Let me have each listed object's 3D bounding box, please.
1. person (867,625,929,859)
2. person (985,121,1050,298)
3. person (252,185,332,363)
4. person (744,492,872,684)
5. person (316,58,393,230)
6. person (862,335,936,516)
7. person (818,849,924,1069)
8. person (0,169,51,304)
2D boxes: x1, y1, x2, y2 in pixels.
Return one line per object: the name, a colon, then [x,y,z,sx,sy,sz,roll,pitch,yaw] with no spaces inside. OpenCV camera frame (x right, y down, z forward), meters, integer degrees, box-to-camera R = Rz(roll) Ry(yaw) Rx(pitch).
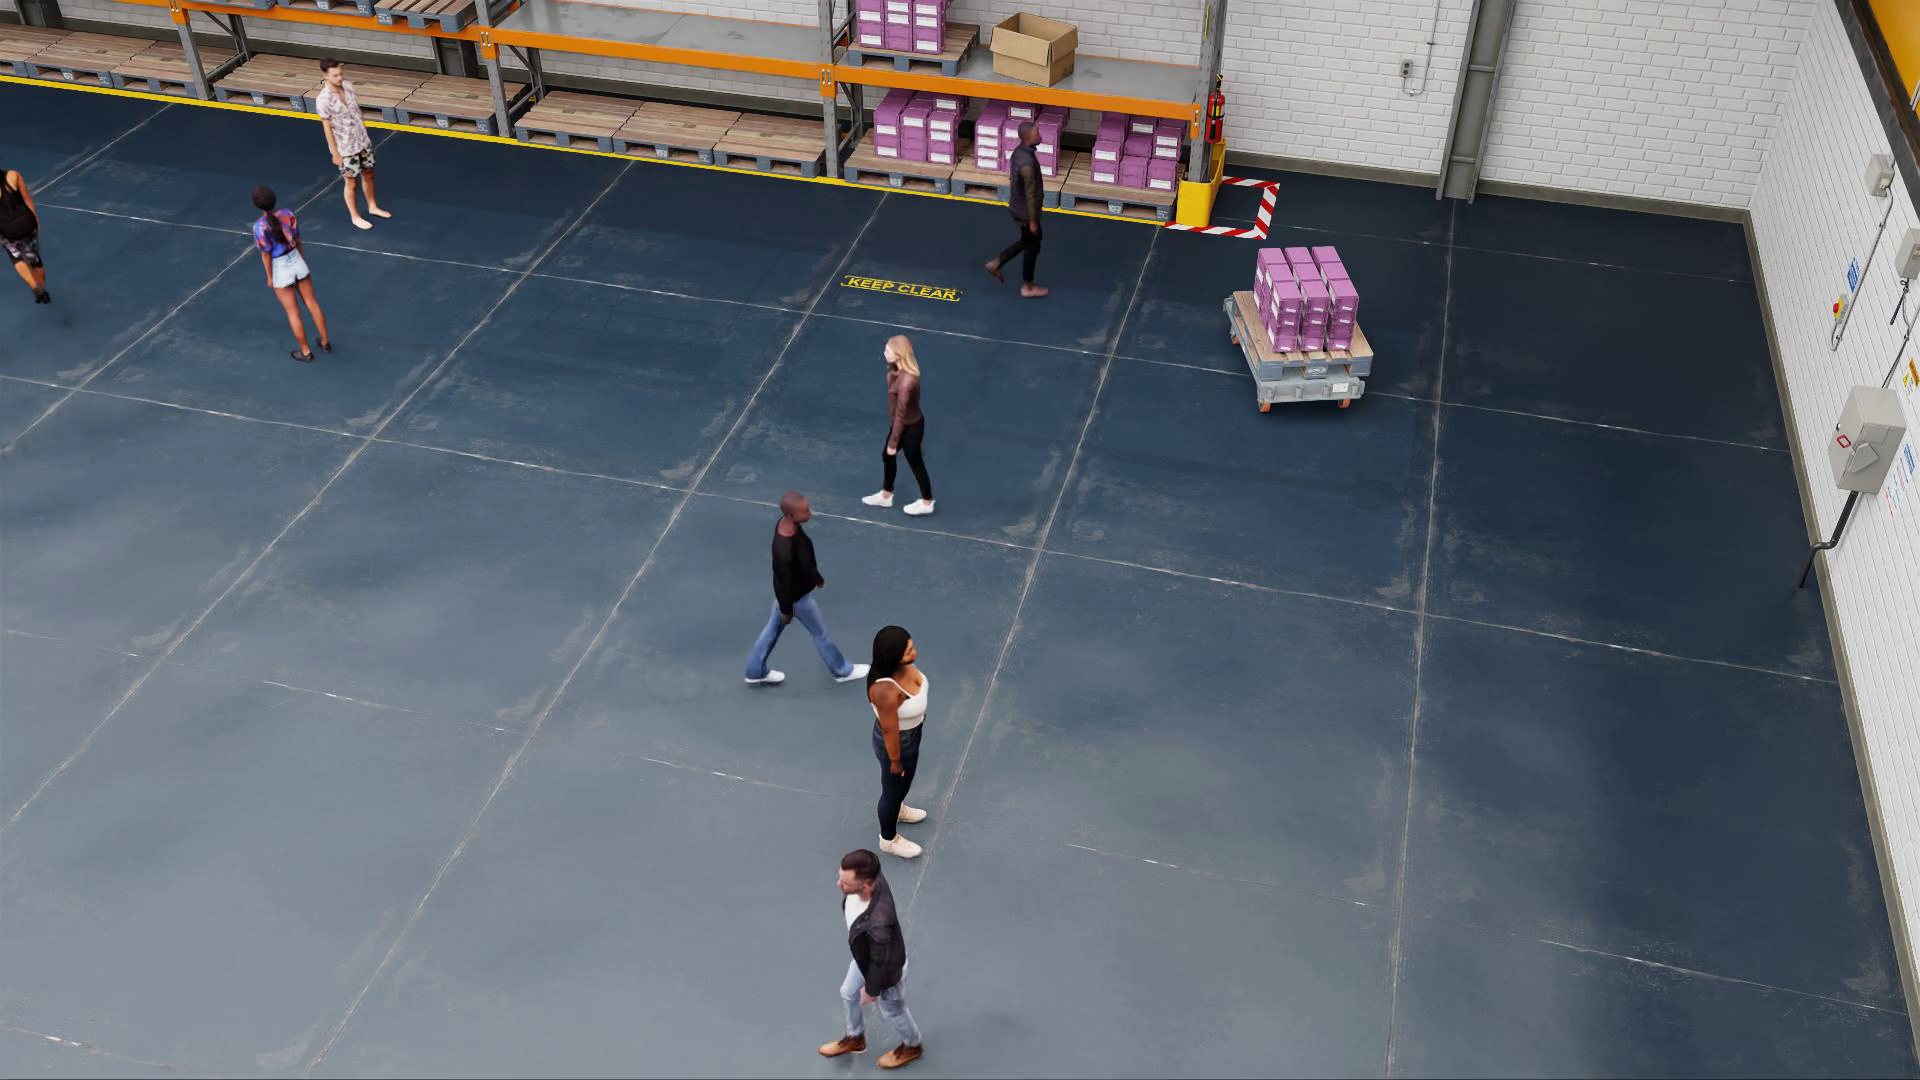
person: [-0.408,1.234,10.436,0.649,1.809,0.681,4,39,4]
person: [0.566,-3.133,15.892,0.966,1.824,0.845,-1,39,-1]
person: [-6.081,-2.426,15.072,0.640,1.742,0.656,25,45,28]
person: [-1.246,0.376,11.592,1.222,1.708,0.903,-4,39,-5]
person: [-6.308,-4.106,17.122,0.645,1.809,0.720,18,42,21]
person: [-0.330,-0.885,13.189,0.924,1.684,0.788,-2,39,-3]
person: [-0.353,2.287,9.114,0.965,1.814,0.879,-11,40,-14]
person: [-8.959,-2.969,15.825,0.770,1.650,0.847,-30,47,-32]
